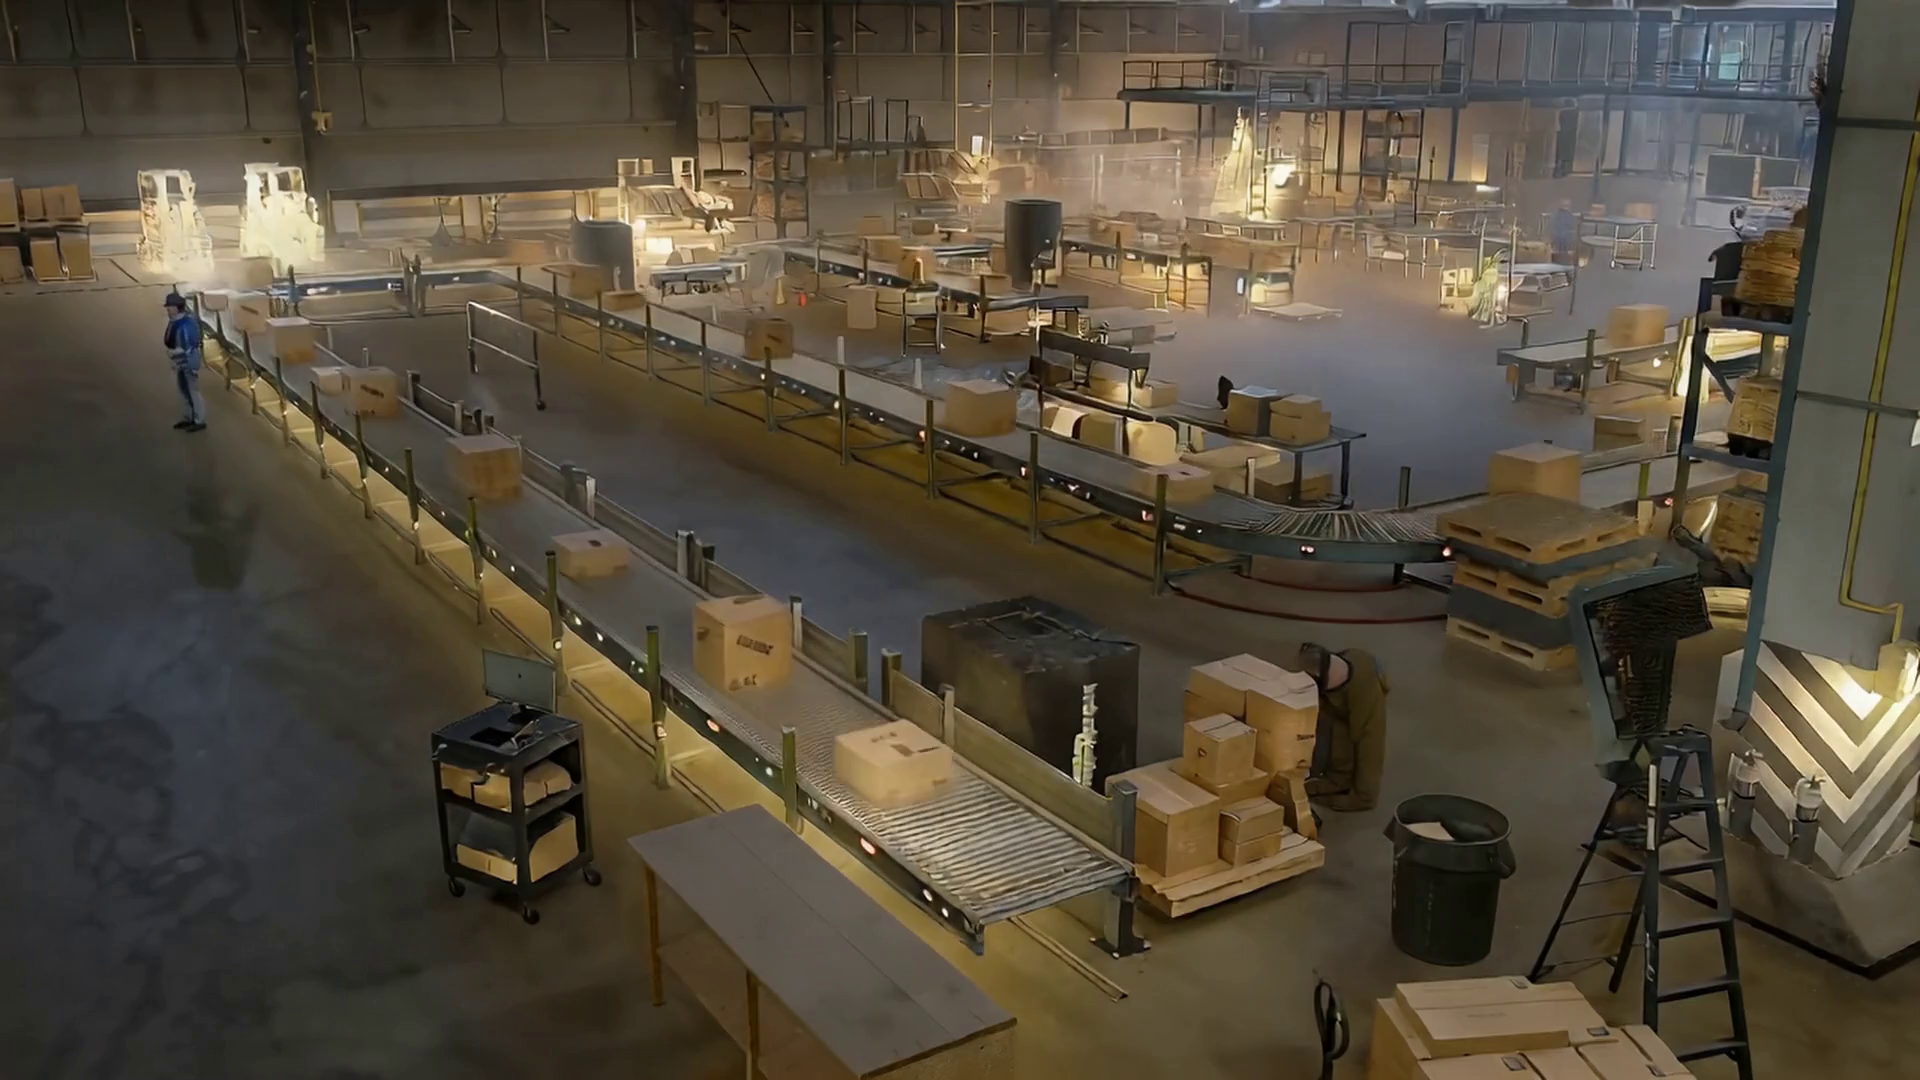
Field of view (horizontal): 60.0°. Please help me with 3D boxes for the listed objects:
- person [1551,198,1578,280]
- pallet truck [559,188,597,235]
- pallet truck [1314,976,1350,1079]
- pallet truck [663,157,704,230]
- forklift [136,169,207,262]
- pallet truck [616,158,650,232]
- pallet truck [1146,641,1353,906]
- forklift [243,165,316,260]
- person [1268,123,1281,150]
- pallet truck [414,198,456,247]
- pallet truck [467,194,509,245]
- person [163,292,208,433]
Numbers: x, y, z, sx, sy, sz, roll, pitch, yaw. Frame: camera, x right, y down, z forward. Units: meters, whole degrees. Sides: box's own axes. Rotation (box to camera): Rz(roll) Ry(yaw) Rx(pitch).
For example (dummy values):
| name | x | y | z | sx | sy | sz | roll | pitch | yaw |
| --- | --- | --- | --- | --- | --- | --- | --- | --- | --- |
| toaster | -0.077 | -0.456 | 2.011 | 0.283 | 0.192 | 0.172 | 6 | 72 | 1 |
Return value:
| name | x | y | z | sx | sy | sz | roll | pitch | yaw |
| --- | --- | --- | --- | --- | --- | --- | --- | --- | --- |
| person | 12.910 | -6.451 | 35.667 | 0.551 | 1.715 | 0.914 | -7 | 18 | -21 |
| pallet truck | -10.010 | -8.652 | 43.699 | 0.653 | 1.274 | 1.630 | -10 | 20 | -31 |
| pallet truck | 2.299 | 2.390 | 7.086 | 1.601 | 1.201 | 0.680 | -2 | 17 | -7 |
| pallet truck | -7.586 | -9.308 | 44.692 | 0.823 | 1.965 | 1.885 | -11 | 20 | -33 |
| forklift | -17.842 | -7.318 | 37.559 | 1.157 | 1.987 | 2.680 | -10 | 20 | -31 |
| pallet truck | -8.918 | -9.176 | 44.255 | 0.823 | 1.965 | 1.885 | -9 | 19 | -27 |
| pallet truck | 1.664 | 1.407 | 10.232 | 1.630 | 1.274 | 0.653 | -10 | 20 | -31 |
| forklift | -15.898 | -7.669 | 38.708 | 1.157 | 1.987 | 2.680 | -11 | 20 | -33 |
| person | 12.236 | -15.329 | 64.947 | 0.610 | 1.869 | 0.419 | -11 | 20 | -31 |
| pallet truck | -13.250 | -8.060 | 41.856 | 0.680 | 1.201 | 1.601 | -10 | 20 | -31 |
| pallet truck | -11.983 | -8.177 | 42.137 | 0.704 | 1.261 | 1.522 | -11 | 20 | -33 |
| person | -10.136 | -2.319 | 21.716 | 0.588 | 1.835 | 0.403 | 12 | 21 | 36 |
